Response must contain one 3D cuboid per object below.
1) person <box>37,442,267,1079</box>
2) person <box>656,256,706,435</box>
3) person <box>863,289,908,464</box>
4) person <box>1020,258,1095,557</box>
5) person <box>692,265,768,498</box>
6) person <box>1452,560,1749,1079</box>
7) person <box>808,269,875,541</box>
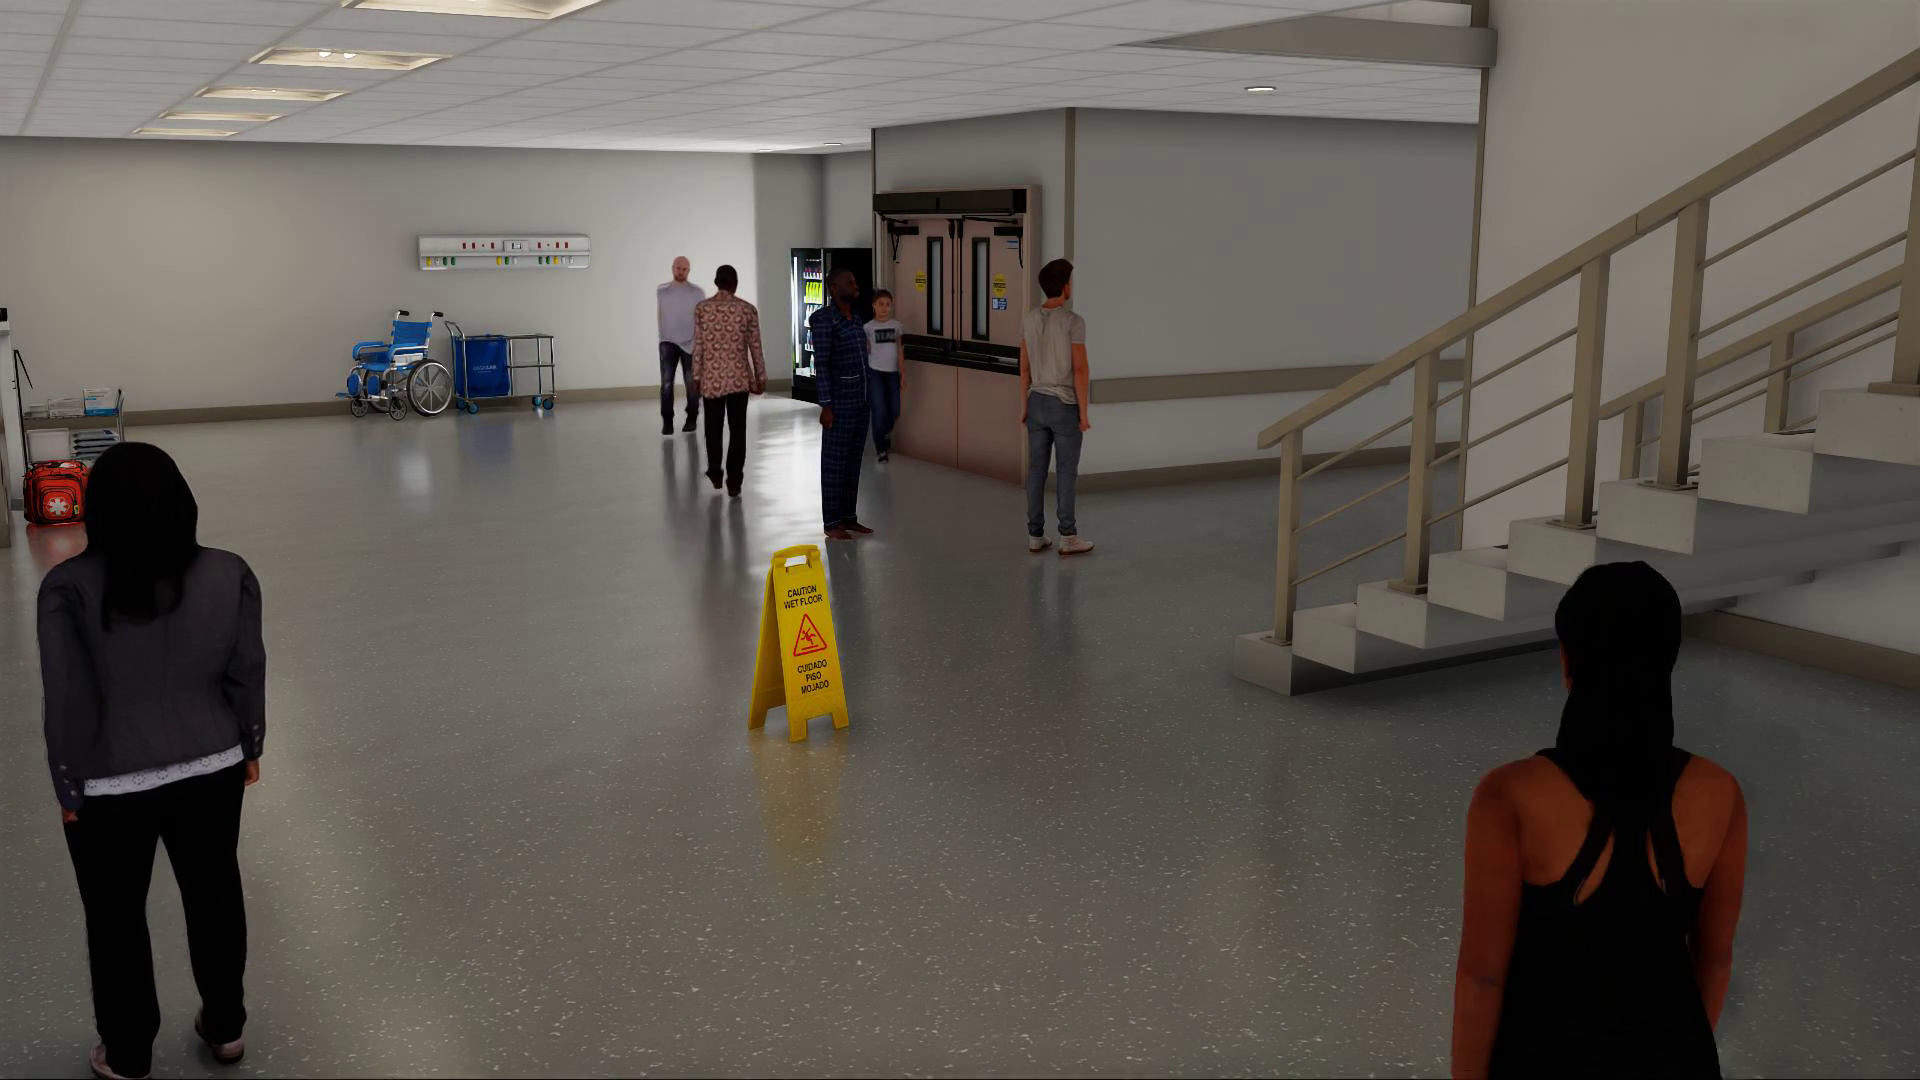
[{"bbox_3d":[-1.980,0.555,4.098,0.725,1.595,0.724,-10,14,-41],"label":"person"},{"bbox_3d":[-2.818,-1.950,16.817,1.010,1.773,1.165,1,11,4],"label":"person"},{"bbox_3d":[-0.705,-1.482,14.968,0.673,1.545,0.849,-3,11,-15],"label":"person"},{"bbox_3d":[0.605,-0.863,10.757,0.653,1.898,0.795,7,13,34],"label":"person"},{"bbox_3d":[-1.816,-1.218,12.931,0.977,1.785,1.105,-1,11,-4],"label":"person"},{"bbox_3d":[0.937,0.852,2.398,0.855,1.644,0.985,0,11,2],"label":"person"},{"bbox_3d":[-0.796,-0.939,11.360,0.786,1.822,0.773,6,12,29],"label":"person"}]
